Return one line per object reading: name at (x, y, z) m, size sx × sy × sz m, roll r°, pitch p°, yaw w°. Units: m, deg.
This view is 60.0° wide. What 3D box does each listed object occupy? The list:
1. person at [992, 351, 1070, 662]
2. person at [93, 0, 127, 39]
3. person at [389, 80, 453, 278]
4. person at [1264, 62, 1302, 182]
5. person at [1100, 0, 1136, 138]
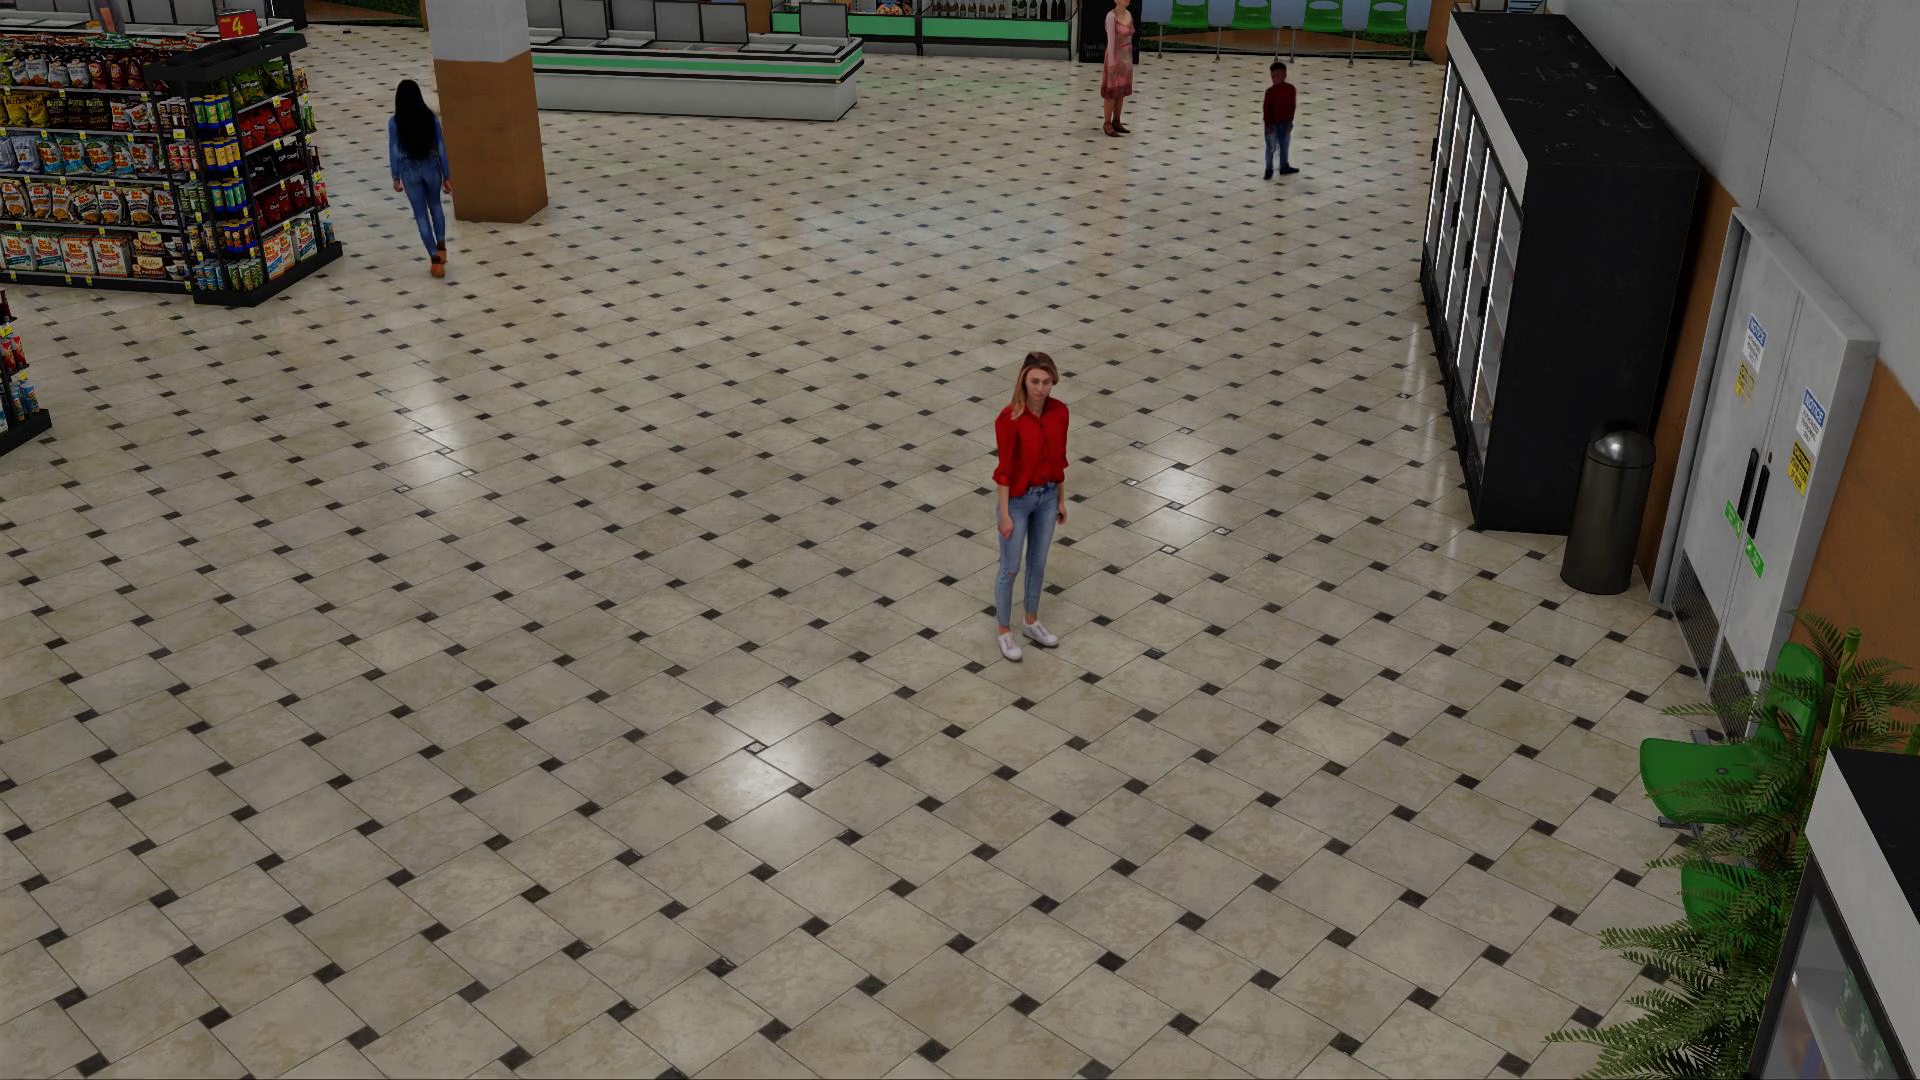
person at (0.361, -0.197, 8.738) m, size 0.669 × 1.707 × 0.741 m, roll -16°, pitch 31°, yaw -29°
person at (-10.343, -6.108, 20.341) m, size 0.726 × 1.755 × 0.703 m, roll -11°, pitch 29°, yaw -21°
person at (-4.675, -3.130, 14.530) m, size 0.781 × 1.699 × 0.843 m, roll -16°, pitch 31°, yaw -28°
person at (3.389, -4.440, 17.628) m, size 0.639 × 1.233 × 0.788 m, roll -14°, pitch 30°, yaw -26°
person at (1.836, -5.589, 19.388) m, size 0.704 × 1.692 × 0.680 m, roll 20°, pitch 33°, yaw 34°
